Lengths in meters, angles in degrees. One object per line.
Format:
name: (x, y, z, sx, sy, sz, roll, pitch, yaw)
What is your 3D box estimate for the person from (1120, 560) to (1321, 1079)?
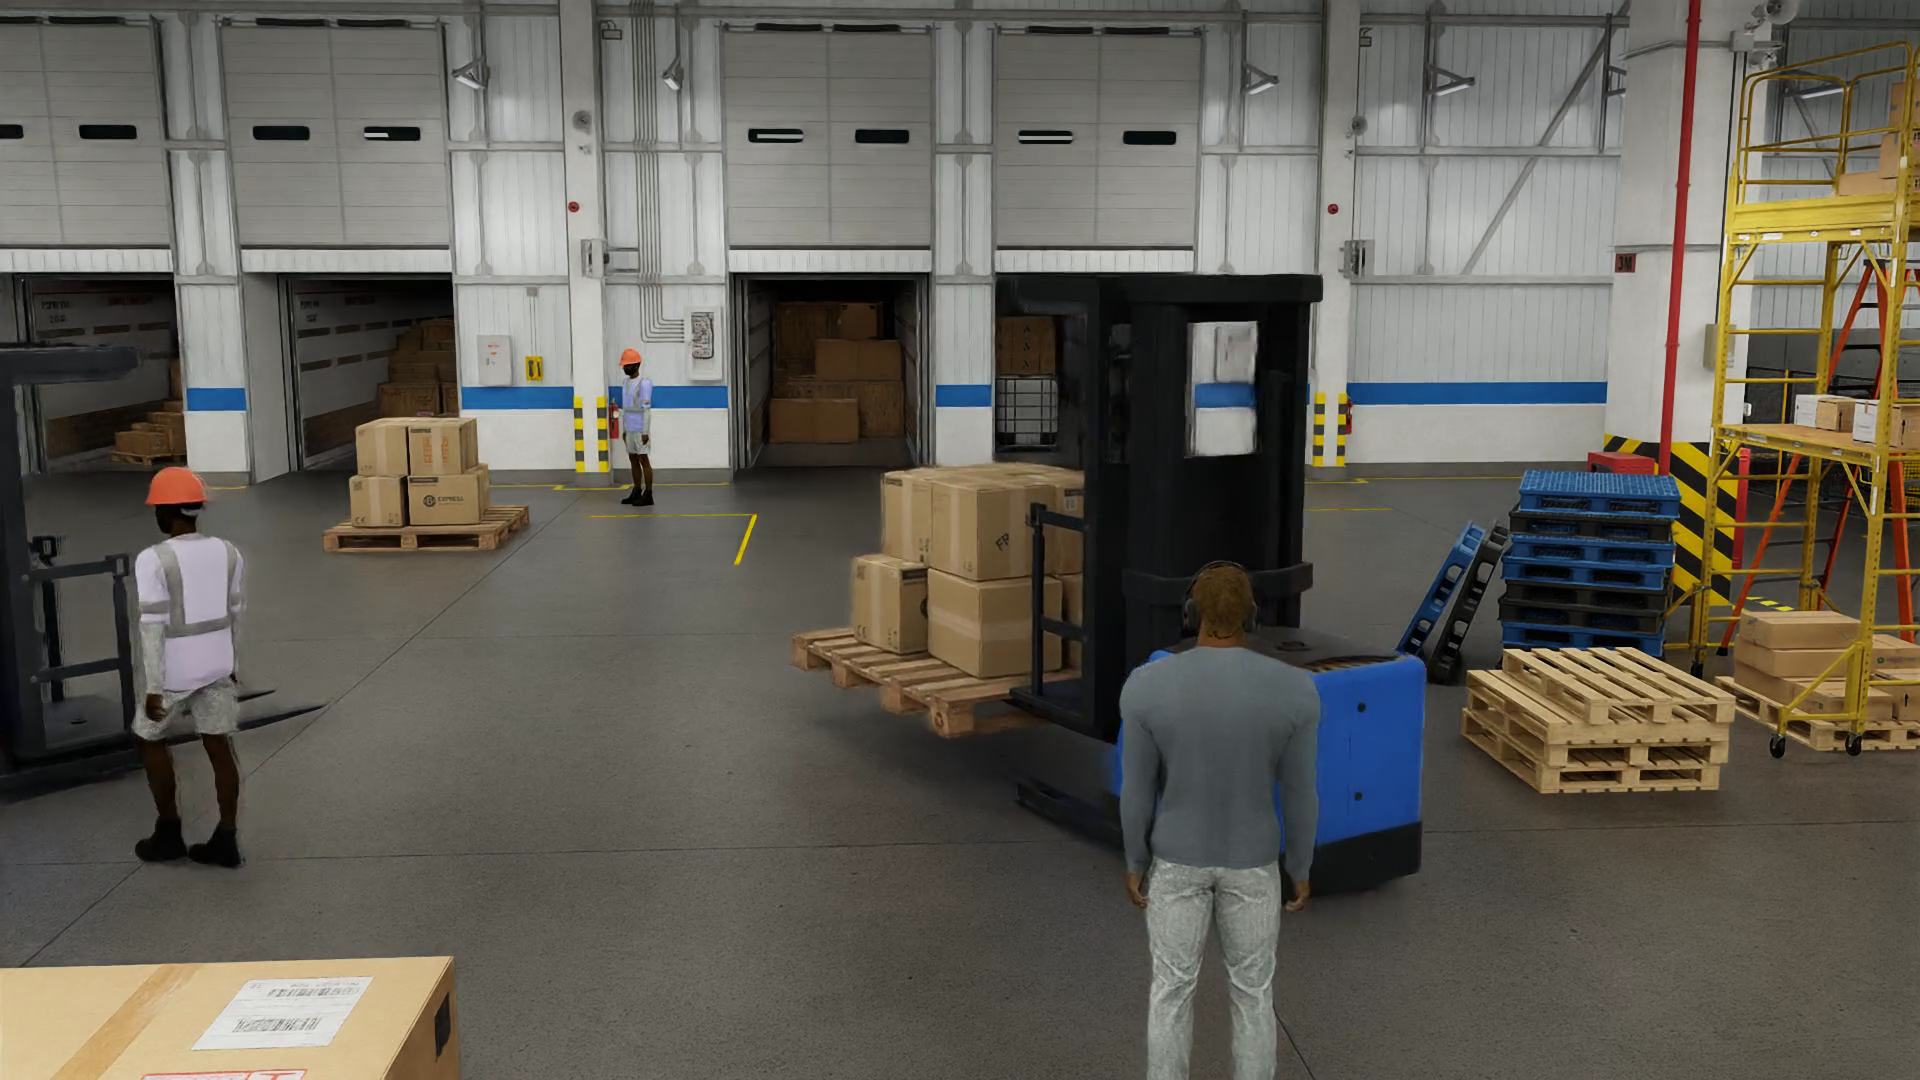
person: (0.818, 1.024, 5.294, 0.629, 1.932, 0.360, 1, 9, 7)

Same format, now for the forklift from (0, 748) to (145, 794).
forklift: (-5.593, -0.019, 8.865, 1.129, 2.768, 1.873, 8, 12, 40)

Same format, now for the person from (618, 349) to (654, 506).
person: (-3.984, -1.375, 20.368, 0.389, 1.930, 0.544, -8, 12, -42)

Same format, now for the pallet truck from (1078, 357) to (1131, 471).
pallet truck: (2.088, -0.836, 16.757, 1.885, 1.965, 0.823, 2, 9, 13)

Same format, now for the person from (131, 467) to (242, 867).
person: (-3.732, 0.606, 7.947, 0.695, 1.915, 0.585, 5, 10, 29)

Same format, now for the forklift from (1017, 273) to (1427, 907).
forklift: (1.254, 0.116, 8.016, 1.129, 2.768, 1.873, -5, 10, -30)
